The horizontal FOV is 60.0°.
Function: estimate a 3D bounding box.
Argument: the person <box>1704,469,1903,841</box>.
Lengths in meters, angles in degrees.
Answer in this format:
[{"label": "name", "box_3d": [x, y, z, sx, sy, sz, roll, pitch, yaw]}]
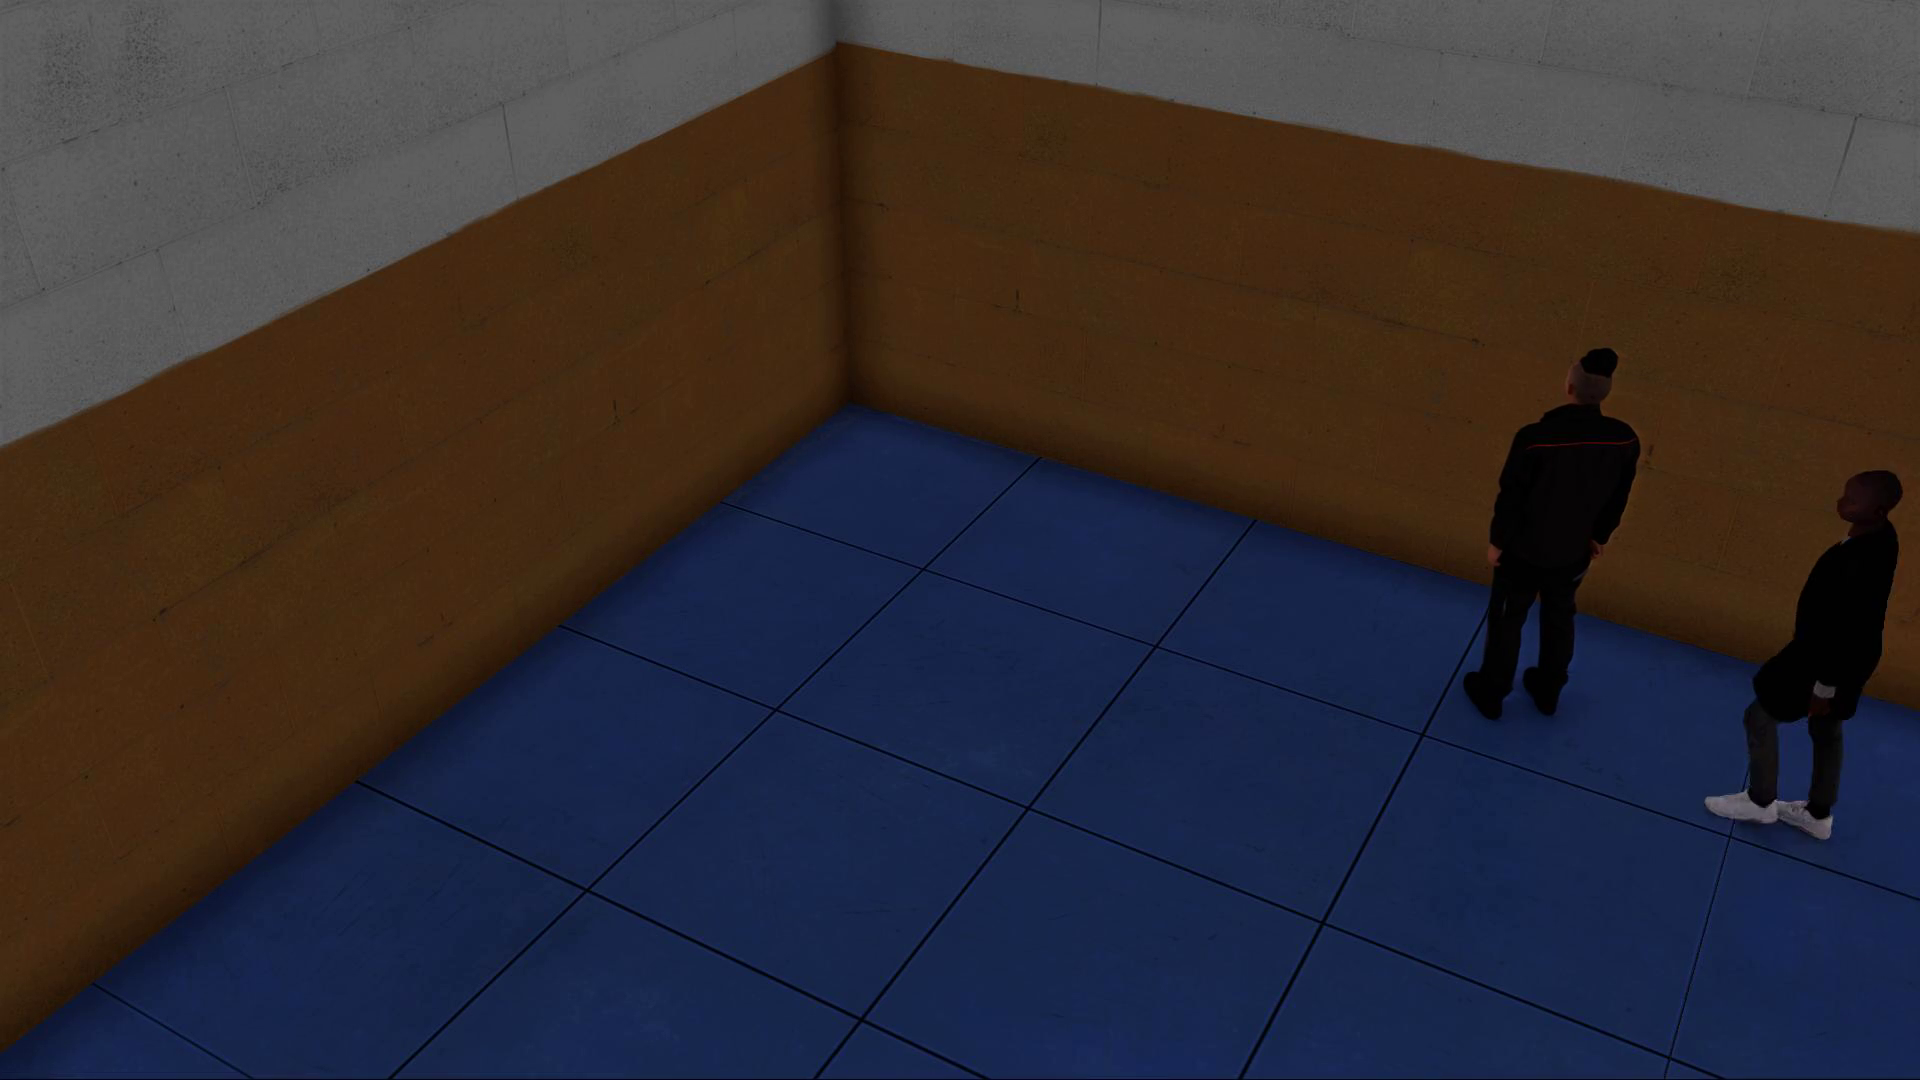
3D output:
[{"label": "person", "box_3d": [3.556, 0.519, 6.601, 0.799, 1.744, 0.713, 29, 43, 36]}]

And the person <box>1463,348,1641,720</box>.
[{"label": "person", "box_3d": [2.584, -0.015, 7.277, 0.832, 1.862, 0.863, -5, 34, -8]}]
